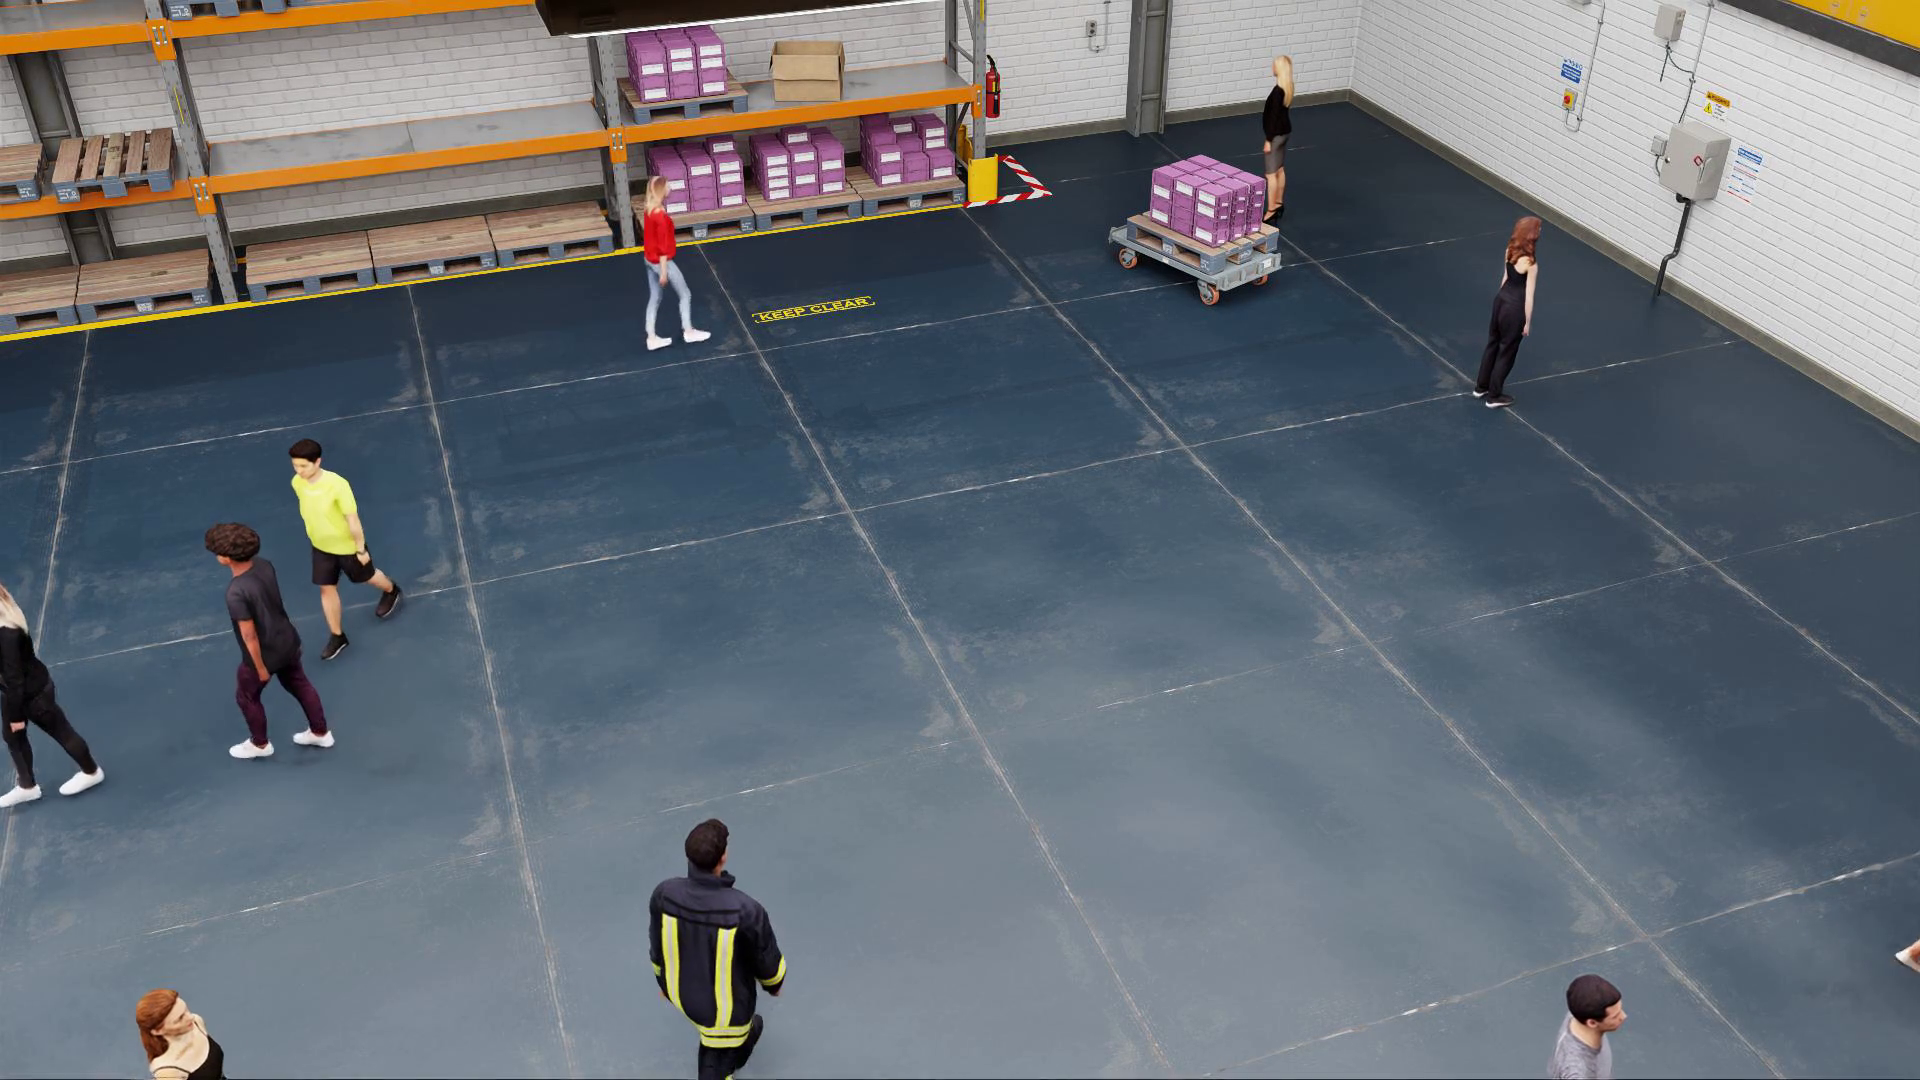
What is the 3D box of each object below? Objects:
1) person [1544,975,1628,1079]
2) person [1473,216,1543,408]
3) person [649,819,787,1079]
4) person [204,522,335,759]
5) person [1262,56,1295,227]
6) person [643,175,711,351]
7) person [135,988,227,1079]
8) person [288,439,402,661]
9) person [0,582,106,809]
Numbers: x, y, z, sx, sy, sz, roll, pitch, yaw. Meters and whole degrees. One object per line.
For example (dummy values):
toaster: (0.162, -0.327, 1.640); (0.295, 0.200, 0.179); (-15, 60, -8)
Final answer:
person: (2.670, 2.620, 7.429); (0.771, 1.871, 0.738); (10, 35, 15)
person: (4.781, -2.000, 14.495); (0.511, 1.744, 0.567); (-13, 36, -19)
person: (-1.224, 2.225, 8.020); (1.297, 1.874, 1.309); (11, 35, 17)
person: (-4.298, 0.652, 10.491); (0.958, 1.760, 0.841); (5, 34, 8)
person: (3.409, -4.287, 17.850); (0.751, 1.839, 0.682); (16, 37, 23)
person: (-2.839, -2.530, 15.347); (0.889, 1.682, 0.730); (-20, 39, -28)
person: (-3.541, 2.669, 7.624); (1.158, 1.574, 0.864); (1, 34, 2)
person: (-4.306, -0.041, 11.622); (1.122, 1.662, 1.086); (9, 35, 13)
person: (-5.603, 0.899, 10.203); (0.946, 1.668, 0.798); (-24, 40, -31)
